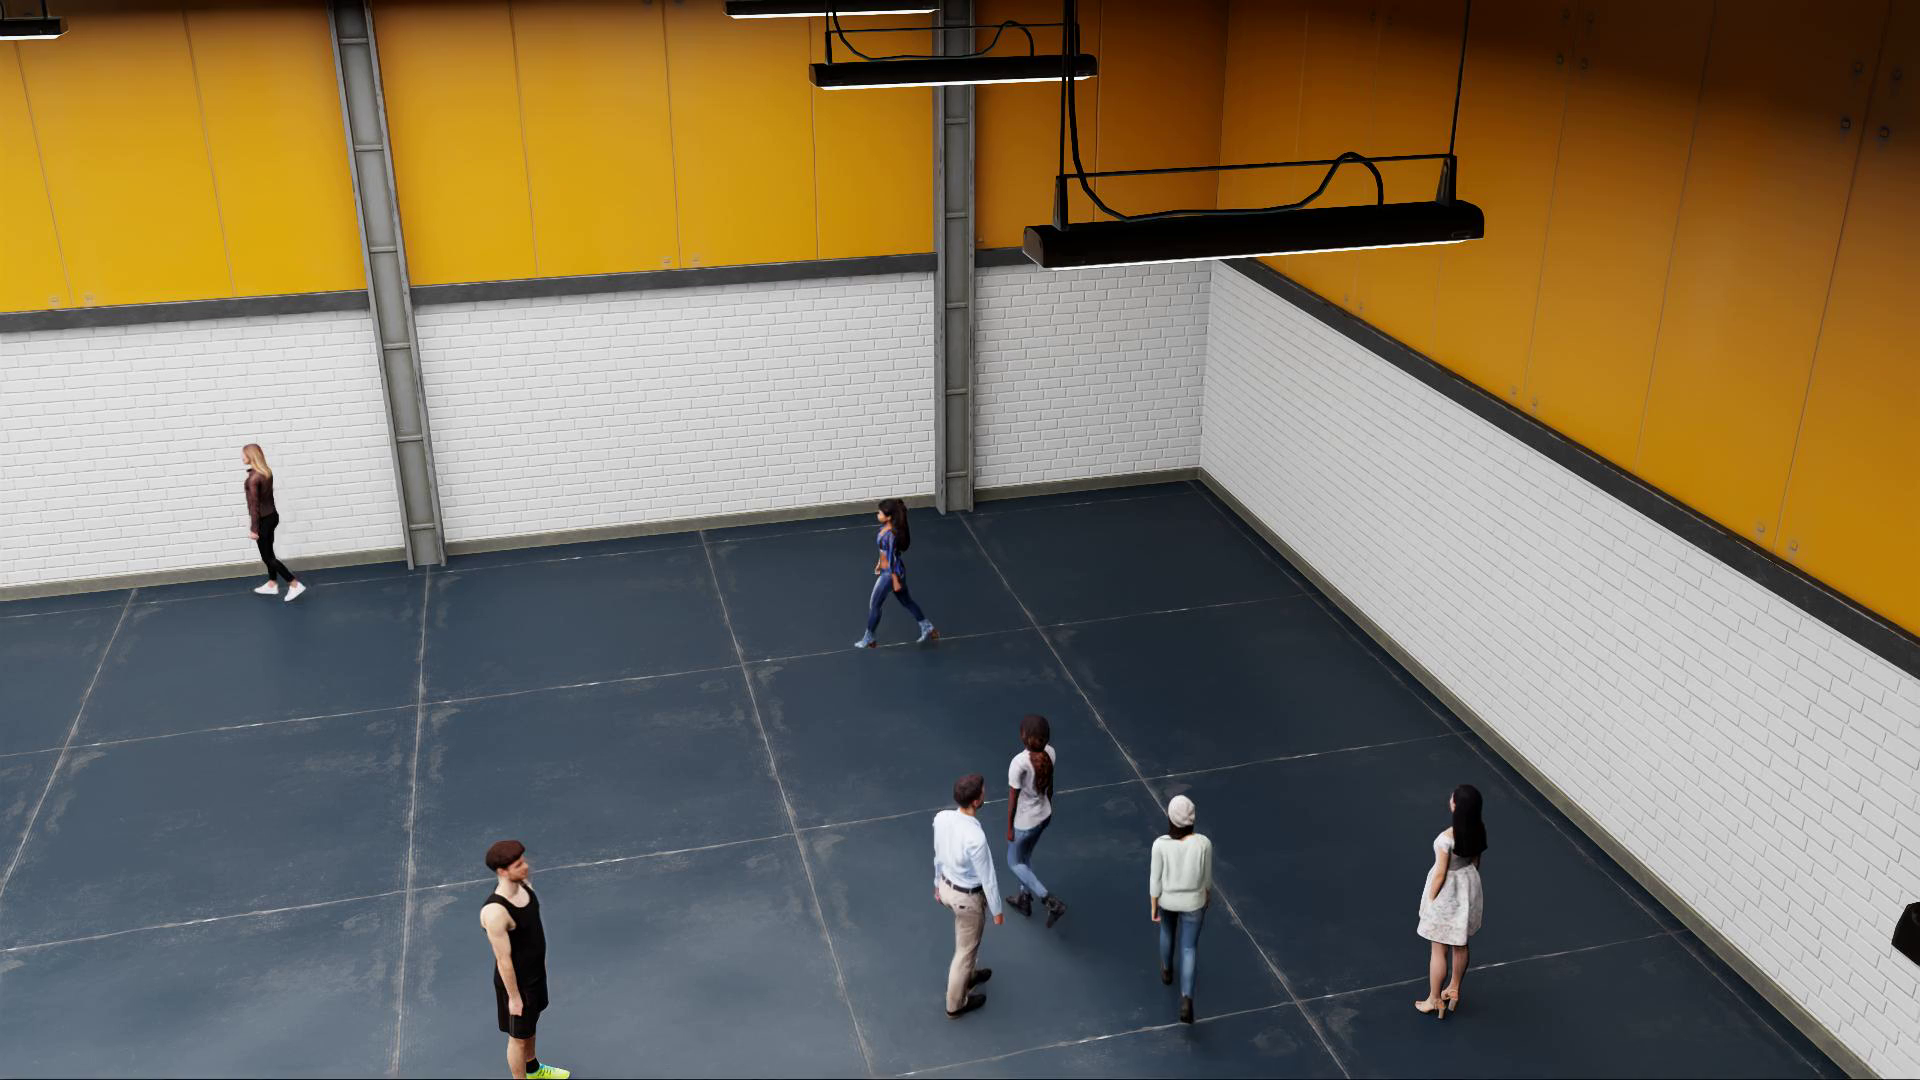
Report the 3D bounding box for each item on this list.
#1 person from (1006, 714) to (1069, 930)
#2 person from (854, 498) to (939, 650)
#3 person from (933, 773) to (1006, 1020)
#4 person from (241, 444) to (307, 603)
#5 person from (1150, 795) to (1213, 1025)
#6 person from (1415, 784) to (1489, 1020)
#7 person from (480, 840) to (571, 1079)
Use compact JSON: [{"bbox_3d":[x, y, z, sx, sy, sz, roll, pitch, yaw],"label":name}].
[{"bbox_3d":[0.553,2.061,12.020,0.905,1.705,0.919,22,32,40],"label":"person"},{"bbox_3d":[-0.577,0.344,16.107,1.118,1.579,0.809,1,24,1],"label":"person"},{"bbox_3d":[-0.034,2.402,11.080,0.879,1.833,0.812,-18,29,-35],"label":"person"},{"bbox_3d":[-7.126,-0.182,17.148,0.848,1.707,0.692,-2,24,-4],"label":"person"},{"bbox_3d":[1.498,2.475,11.178,1.062,1.621,0.875,2,24,5],"label":"person"},{"bbox_3d":[3.297,2.411,11.132,0.660,1.775,0.776,-13,27,-27],"label":"person"},{"bbox_3d":[-2.735,2.690,10.346,0.694,1.893,0.737,1,24,2],"label":"person"}]
